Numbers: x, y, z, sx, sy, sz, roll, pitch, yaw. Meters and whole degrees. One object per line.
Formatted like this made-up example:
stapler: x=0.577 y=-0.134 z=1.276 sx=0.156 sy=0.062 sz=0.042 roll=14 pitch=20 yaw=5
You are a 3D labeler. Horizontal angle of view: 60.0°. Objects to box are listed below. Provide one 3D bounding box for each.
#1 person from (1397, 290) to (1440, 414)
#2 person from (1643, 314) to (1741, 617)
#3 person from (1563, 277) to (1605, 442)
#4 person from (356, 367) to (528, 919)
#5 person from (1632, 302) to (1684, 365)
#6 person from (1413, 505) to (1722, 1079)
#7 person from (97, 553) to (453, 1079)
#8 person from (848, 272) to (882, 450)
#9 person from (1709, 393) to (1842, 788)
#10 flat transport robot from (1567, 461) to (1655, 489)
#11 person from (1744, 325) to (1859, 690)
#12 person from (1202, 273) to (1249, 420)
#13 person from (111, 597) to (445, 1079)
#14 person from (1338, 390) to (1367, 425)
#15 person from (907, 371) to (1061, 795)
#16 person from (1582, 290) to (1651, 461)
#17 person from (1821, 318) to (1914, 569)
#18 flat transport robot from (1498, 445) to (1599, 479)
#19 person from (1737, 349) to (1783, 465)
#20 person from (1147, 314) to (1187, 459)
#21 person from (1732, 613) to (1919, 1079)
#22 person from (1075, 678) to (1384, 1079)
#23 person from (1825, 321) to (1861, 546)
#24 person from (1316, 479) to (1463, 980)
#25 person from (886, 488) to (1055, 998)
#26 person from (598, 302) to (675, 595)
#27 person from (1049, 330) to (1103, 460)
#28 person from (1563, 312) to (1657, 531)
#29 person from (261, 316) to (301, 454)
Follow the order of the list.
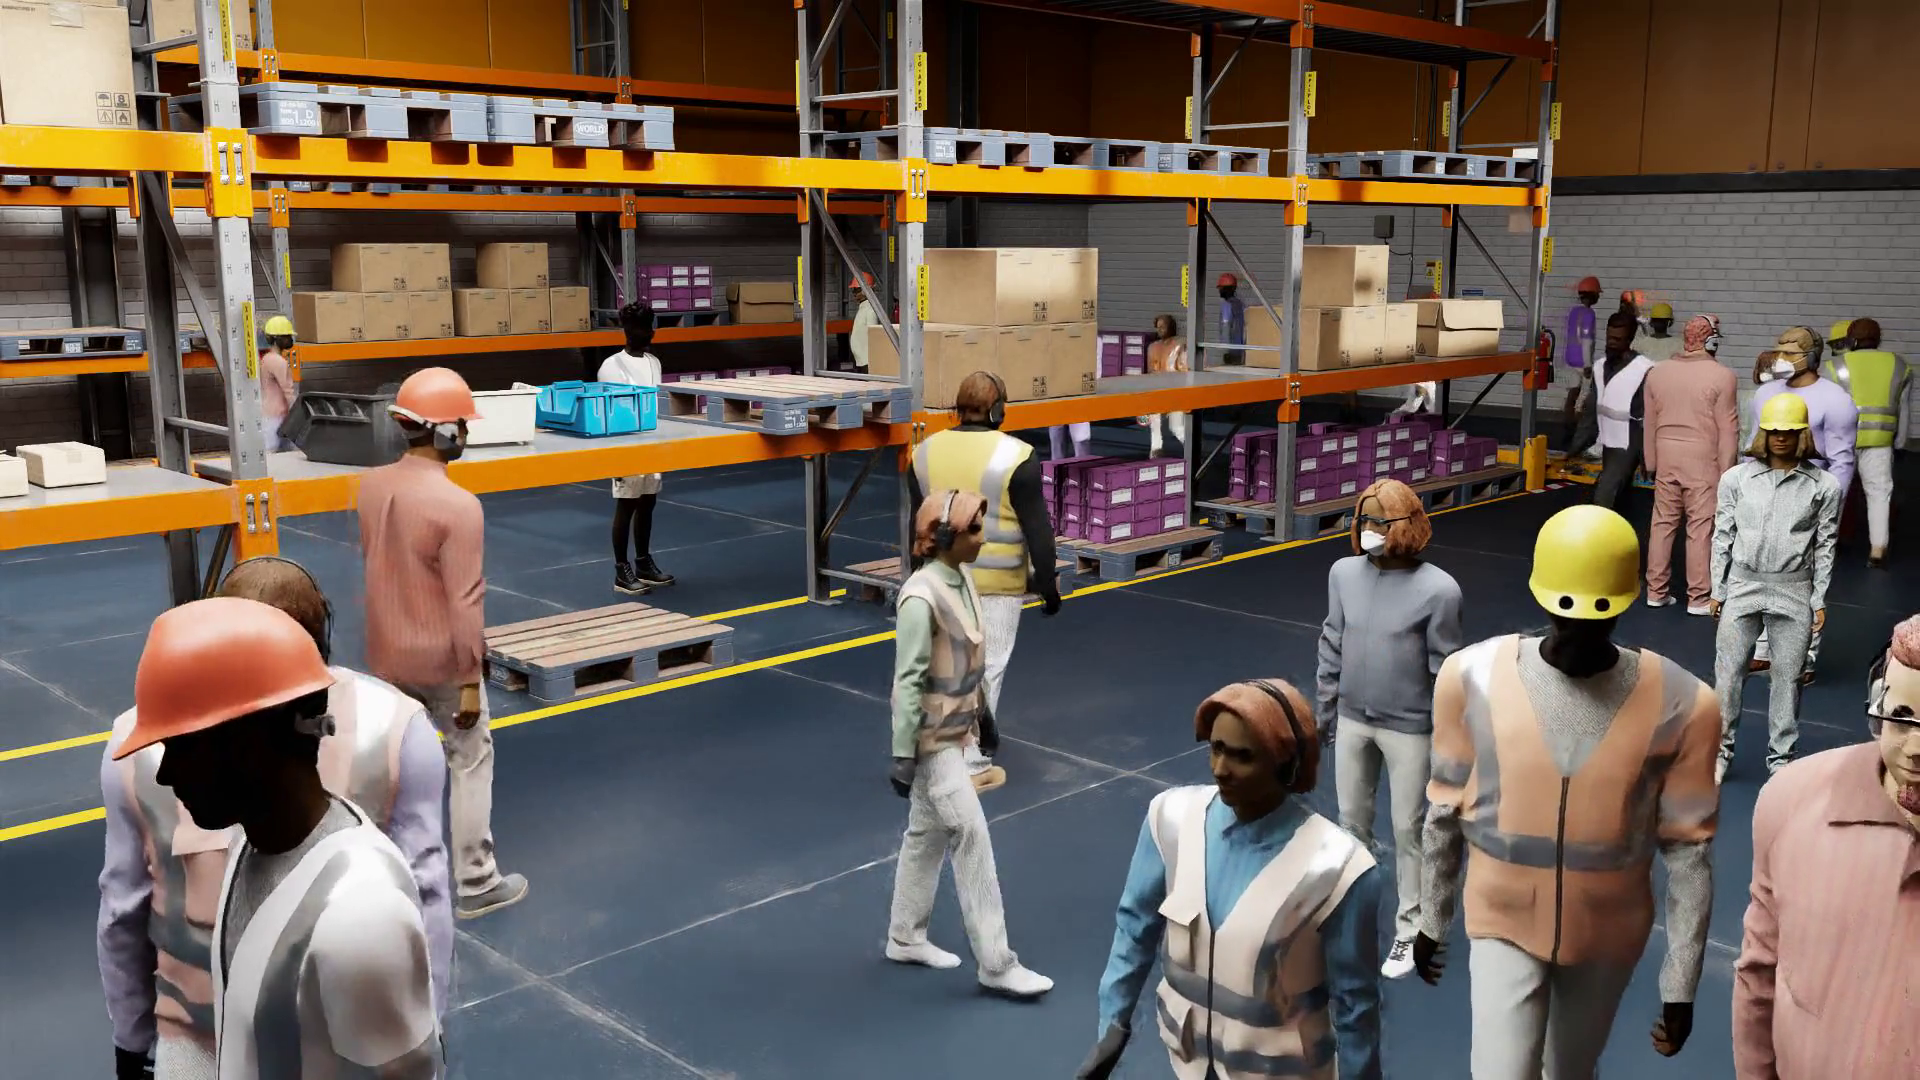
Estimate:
person: x=4.876 y=-1.768 z=17.832 sx=0.849 sy=1.854 sz=0.609 roll=4 pitch=11 yaw=19
person: x=4.665 y=-0.473 z=10.588 sx=0.403 sy=1.911 sz=0.637 roll=-6 pitch=12 yaw=-30
person: x=7.287 y=-2.086 z=19.326 sx=0.496 sy=1.923 sz=0.569 roll=-1 pitch=10 yaw=-3
person: x=-1.872 y=0.404 z=5.639 sx=0.623 sy=1.970 sz=0.783 roll=7 pitch=12 yaw=32
person: x=6.675 y=-1.390 z=15.965 sx=0.525 sy=1.772 sz=0.309 roll=7 pitch=13 yaw=35
person: x=1.302 y=0.830 z=3.628 sx=0.597 sy=1.866 sz=1.032 roll=3 pitch=11 yaw=18
person: x=-1.314 y=0.918 z=3.235 sx=0.645 sy=1.825 sz=0.466 roll=-3 pitch=11 yaw=-17
person: x=-1.064 y=-2.014 z=18.752 sx=0.381 sy=1.994 sz=0.615 roll=-3 pitch=11 yaw=-15
person: x=3.482 y=0.238 z=7.157 sx=0.487 sy=1.744 sz=0.294 roll=5 pitch=11 yaw=24
flat transport robot: x=6.584 y=-0.605 z=15.774 sx=0.652 sy=0.197 sz=1.431 roll=-8 pitch=13 yaw=-37
person: x=4.409 y=-0.164 z=8.817 sx=0.372 sy=1.939 sz=0.629 roll=-4 pitch=11 yaw=-20
person: x=3.432 y=-2.515 z=21.729 sx=0.854 sy=1.900 sz=0.572 roll=6 pitch=12 yaw=30
person: x=-0.871 y=1.004 z=2.544 sx=0.688 sy=1.909 sz=0.573 roll=-7 pitch=12 yaw=-33
person: x=5.068 y=-2.408 z=21.238 sx=0.574 sy=1.869 sz=1.025 roll=-1 pitch=10 yaw=-8
person: x=0.127 y=0.181 z=7.270 sx=0.647 sy=1.824 sz=0.604 roll=8 pitch=13 yaw=36
person: x=6.749 y=-1.618 z=16.998 sx=0.959 sy=1.839 sz=0.599 roll=5 pitch=12 yaw=27
person: x=6.607 y=-0.719 z=12.208 sx=0.647 sy=1.815 sz=0.827 roll=2 pitch=11 yaw=13
flat transport robot: x=5.699 y=-0.809 z=16.884 sx=0.652 sy=0.197 sz=1.431 roll=-7 pitch=13 yaw=-34
person: x=5.808 y=-0.562 z=11.895 sx=0.508 sy=1.607 sz=0.726 roll=10 pitch=15 yaw=44
person: x=2.127 y=-1.476 z=16.825 sx=0.520 sy=1.622 sz=0.627 roll=9 pitch=14 yaw=42
person: x=1.436 y=1.026 z=2.530 sx=0.944 sy=1.856 sz=0.677 roll=-9 pitch=14 yaw=-41
person: x=0.560 y=1.032 z=3.248 sx=0.882 sy=1.593 sz=0.525 roll=-10 pitch=14 yaw=-42
person: x=6.858 y=-0.826 z=12.949 sx=0.375 sy=1.746 sz=0.594 roll=9 pitch=14 yaw=41
person: x=1.381 y=0.609 z=5.433 sx=0.265 sy=1.632 sz=0.507 roll=-10 pitch=14 yaw=-43
person: x=0.046 y=0.643 z=5.286 sx=0.659 sy=1.614 sz=0.552 roll=3 pitch=11 yaw=14
person: x=-2.180 y=-0.627 z=11.267 sx=0.361 sy=1.963 sz=0.617 roll=4 pitch=11 yaw=22
person: x=0.974 y=-1.296 z=15.074 sx=0.643 sy=1.910 sz=0.400 roll=10 pitch=14 yaw=43
person: x=4.416 y=-0.605 z=11.349 sx=0.632 sy=1.888 sz=0.634 roll=-1 pitch=10 yaw=-8
person: x=-5.783 y=-1.050 z=14.252 sx=0.933 sy=1.710 sz=0.537 roll=-6 pitch=12 yaw=-31
